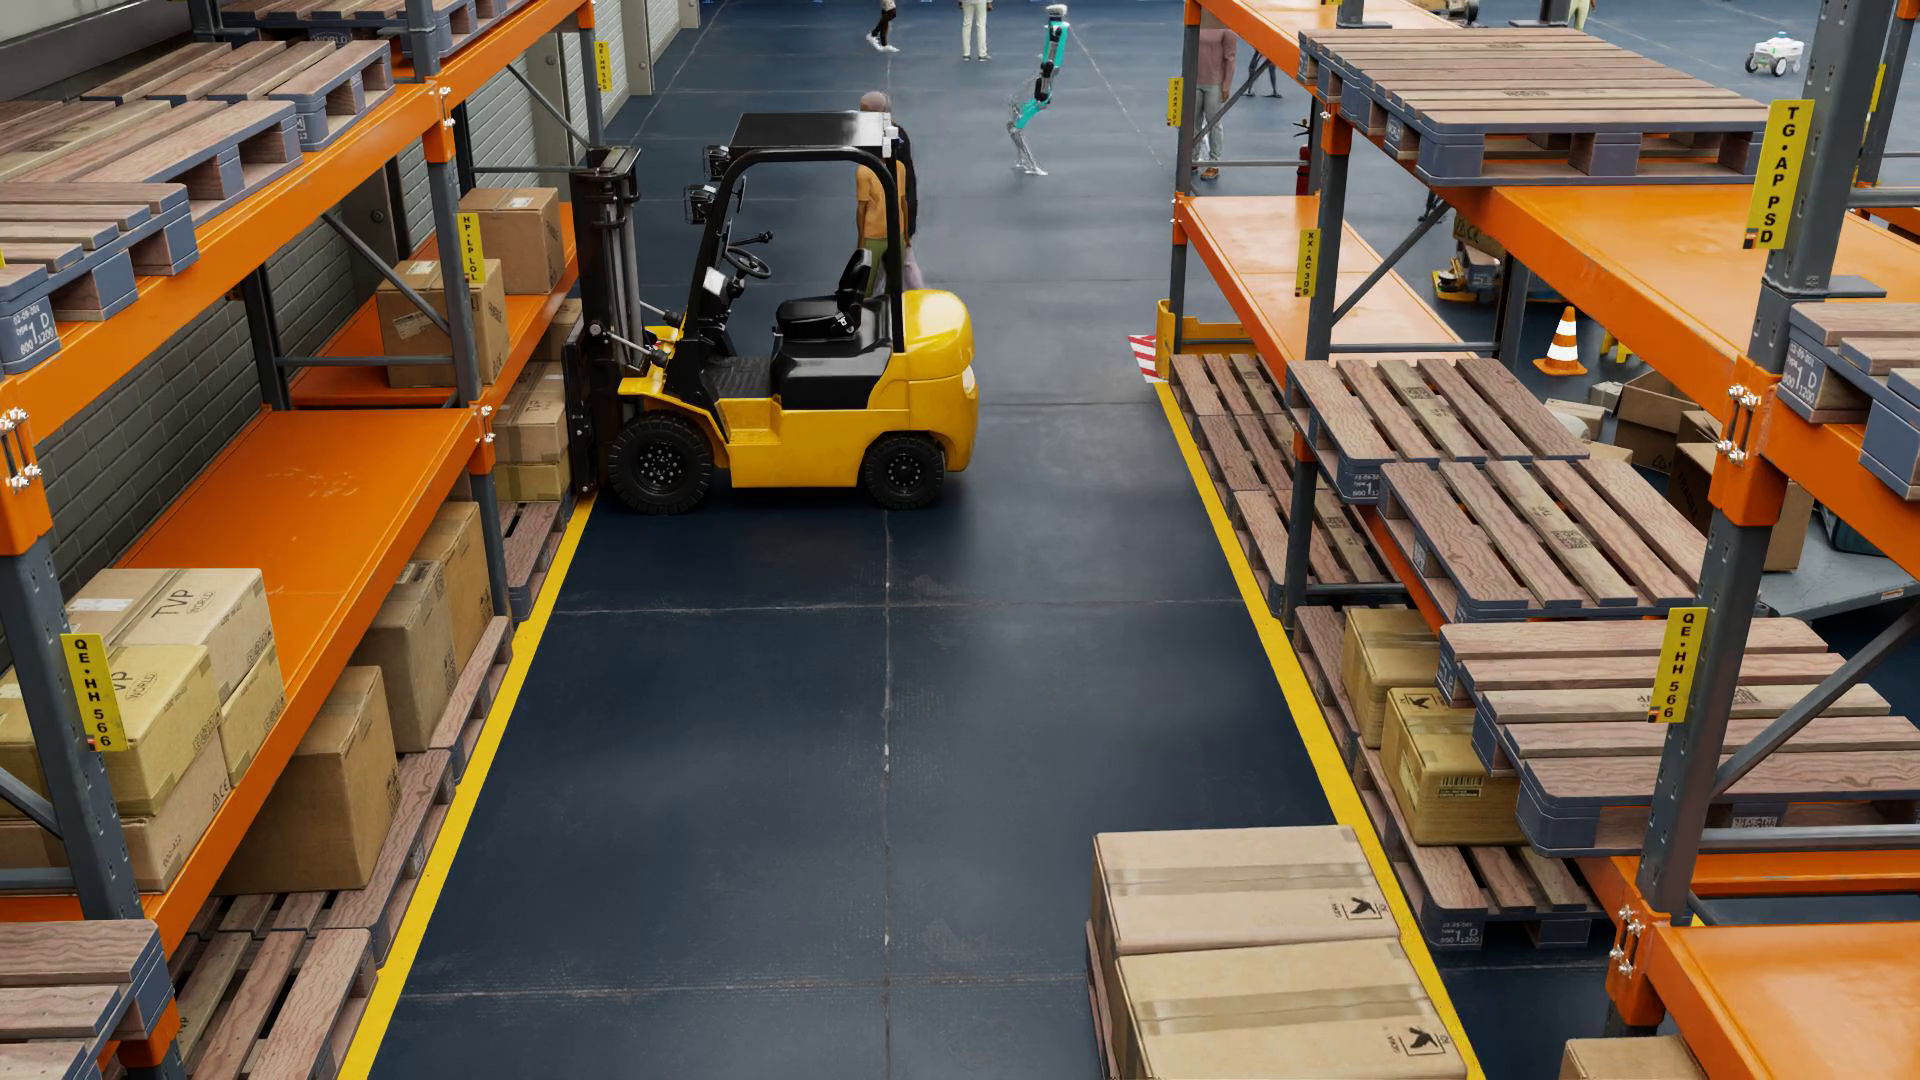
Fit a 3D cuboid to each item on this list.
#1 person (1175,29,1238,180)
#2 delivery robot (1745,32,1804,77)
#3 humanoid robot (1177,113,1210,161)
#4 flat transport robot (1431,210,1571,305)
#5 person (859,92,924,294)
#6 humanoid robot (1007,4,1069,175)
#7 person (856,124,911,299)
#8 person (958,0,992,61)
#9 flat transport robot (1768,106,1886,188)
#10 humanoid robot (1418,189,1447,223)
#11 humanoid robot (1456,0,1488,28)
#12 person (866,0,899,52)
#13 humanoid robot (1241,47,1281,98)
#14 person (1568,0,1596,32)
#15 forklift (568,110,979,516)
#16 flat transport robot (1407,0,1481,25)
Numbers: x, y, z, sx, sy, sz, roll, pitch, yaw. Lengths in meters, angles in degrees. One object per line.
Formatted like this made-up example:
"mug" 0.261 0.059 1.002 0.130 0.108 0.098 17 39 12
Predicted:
"person" 2.582 -4.786 17.484 0.634 1.939 0.363 21 32 37
"delivery robot" 11.541 -6.850 23.497 0.811 0.614 0.499 -14 29 -28
"humanoid robot" 2.588 -4.996 18.168 0.535 1.795 0.711 -21 33 -38
"flat transport robot" 4.685 -2.136 13.827 1.431 0.231 0.659 4 26 9
"person" -0.642 -2.553 12.903 0.943 1.807 0.553 8 26 16
"humanoid robot" 0.726 -4.771 17.747 0.823 1.827 0.551 4 26 8
"person" -0.557 -2.247 12.380 0.449 1.713 0.384 -16 30 -31
"person" 0.222 -7.926 24.352 0.562 1.748 0.337 11 27 22
"flat transport robot" 8.981 -3.969 17.708 0.659 0.231 1.431 -11 27 -22
"humanoid robot" 4.618 -3.839 15.782 0.339 1.643 0.587 14 28 26
"humanoid robot" 5.662 -5.265 18.816 0.610 1.643 0.377 -5 26 -11
"person" -1.131 -8.260 24.898 0.443 1.884 0.560 3 25 5
"humanoid robot" 3.955 -6.607 21.657 0.584 1.640 0.608 12 28 23
"person" 8.792 -7.712 23.738 0.542 1.890 0.383 1 25 3
"forklift" -1.043 -1.379 9.976 2.313 2.155 1.214 -1 25 -2
"flat transport robot" 7.667 -8.368 27.024 0.659 0.231 1.431 -3 25 -7
